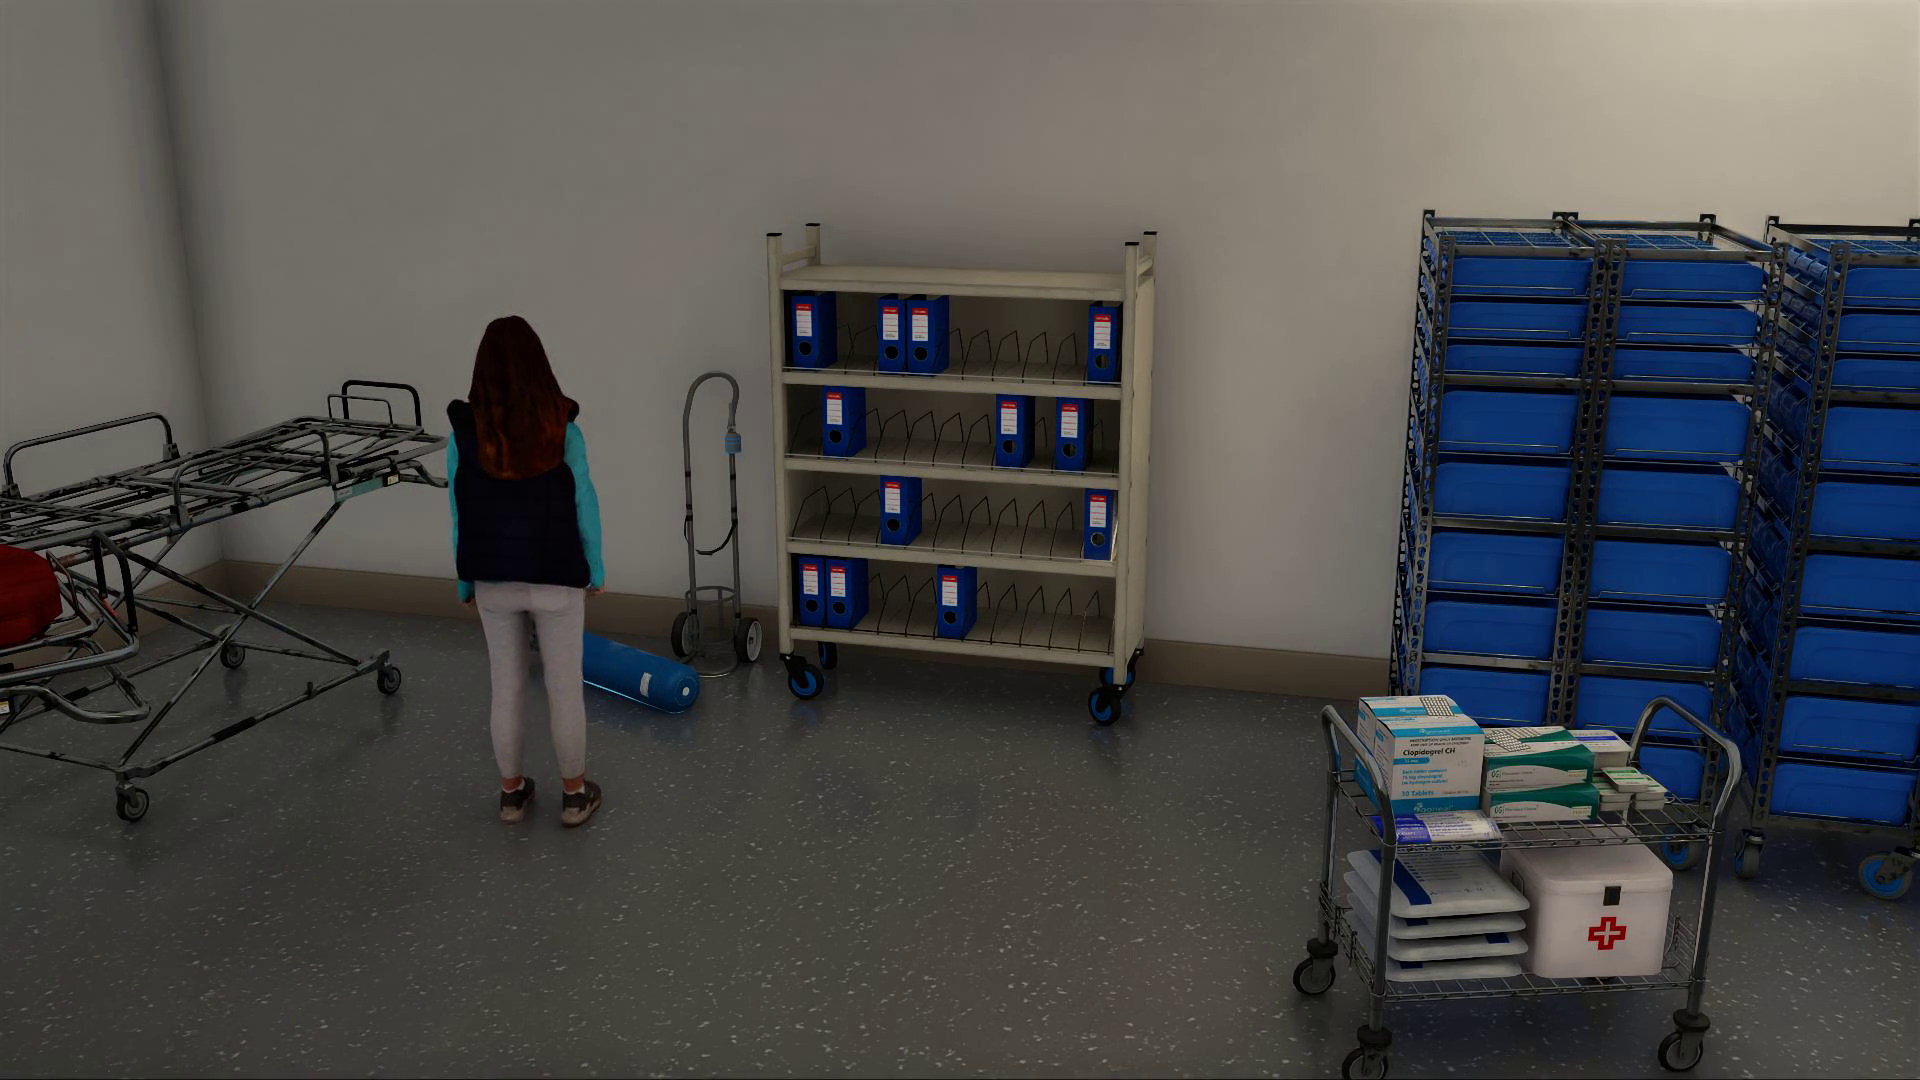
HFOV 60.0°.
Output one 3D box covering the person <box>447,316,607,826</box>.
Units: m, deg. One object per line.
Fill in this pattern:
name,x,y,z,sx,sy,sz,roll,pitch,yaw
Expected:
person,-1.255,0.097,4.811,0.627,1.500,0.639,1,16,3
